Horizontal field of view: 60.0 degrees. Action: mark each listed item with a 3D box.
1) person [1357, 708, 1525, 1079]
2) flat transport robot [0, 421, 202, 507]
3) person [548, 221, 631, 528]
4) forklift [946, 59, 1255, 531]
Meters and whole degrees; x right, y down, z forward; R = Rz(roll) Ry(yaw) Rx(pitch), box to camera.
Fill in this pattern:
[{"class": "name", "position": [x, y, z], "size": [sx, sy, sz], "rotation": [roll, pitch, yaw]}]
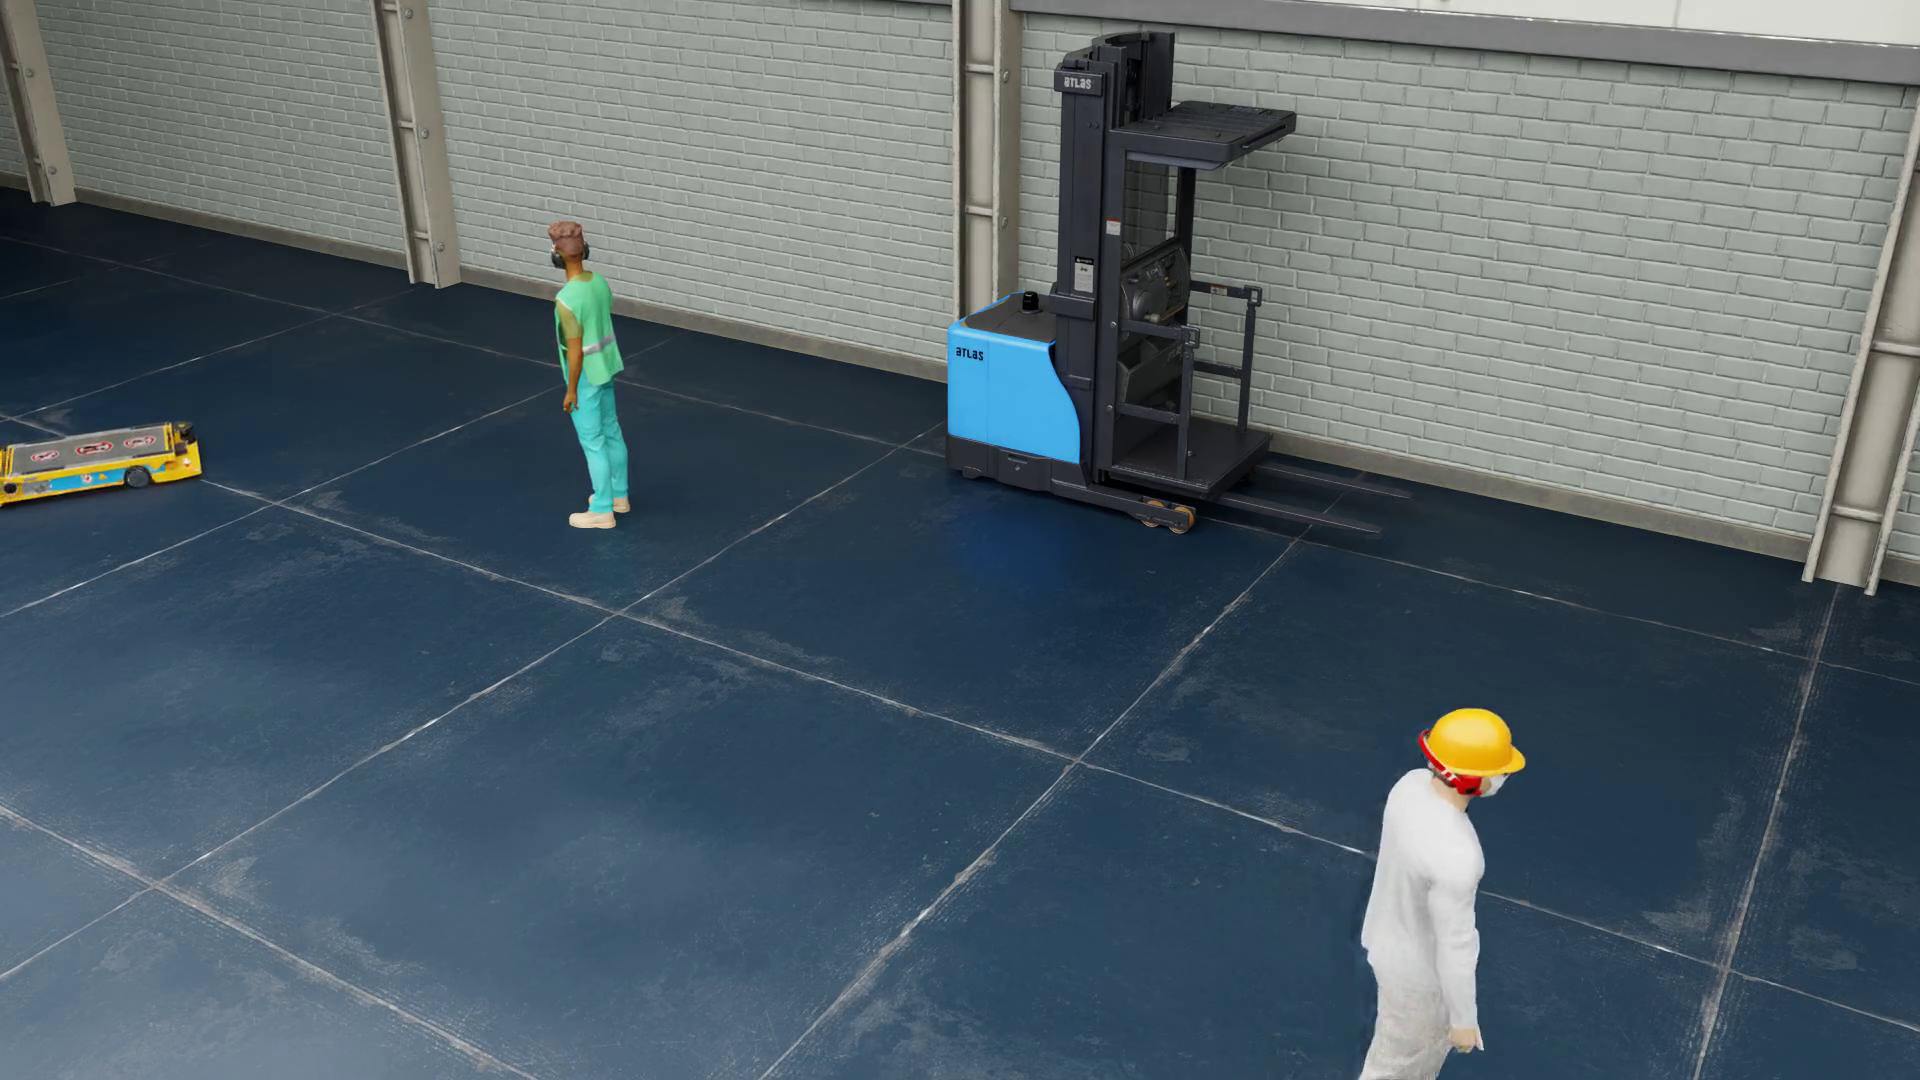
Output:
[{"class": "person", "position": [1.576, 1.367, 5.489], "size": [0.640, 1.871, 0.615], "rotation": [-1, 25, -1]}, {"class": "flat transport robot", "position": [-5.970, -0.509, 11.336], "size": [1.431, 0.231, 0.659], "rotation": [-12, 28, -23]}, {"class": "person", "position": [-2.318, -1.019, 10.420], "size": [0.406, 1.977, 0.486], "rotation": [7, 26, 15]}, {"class": "forklift", "position": [0.933, -1.707, 10.833], "size": [1.873, 2.768, 1.129], "rotation": [15, 29, 28]}]
